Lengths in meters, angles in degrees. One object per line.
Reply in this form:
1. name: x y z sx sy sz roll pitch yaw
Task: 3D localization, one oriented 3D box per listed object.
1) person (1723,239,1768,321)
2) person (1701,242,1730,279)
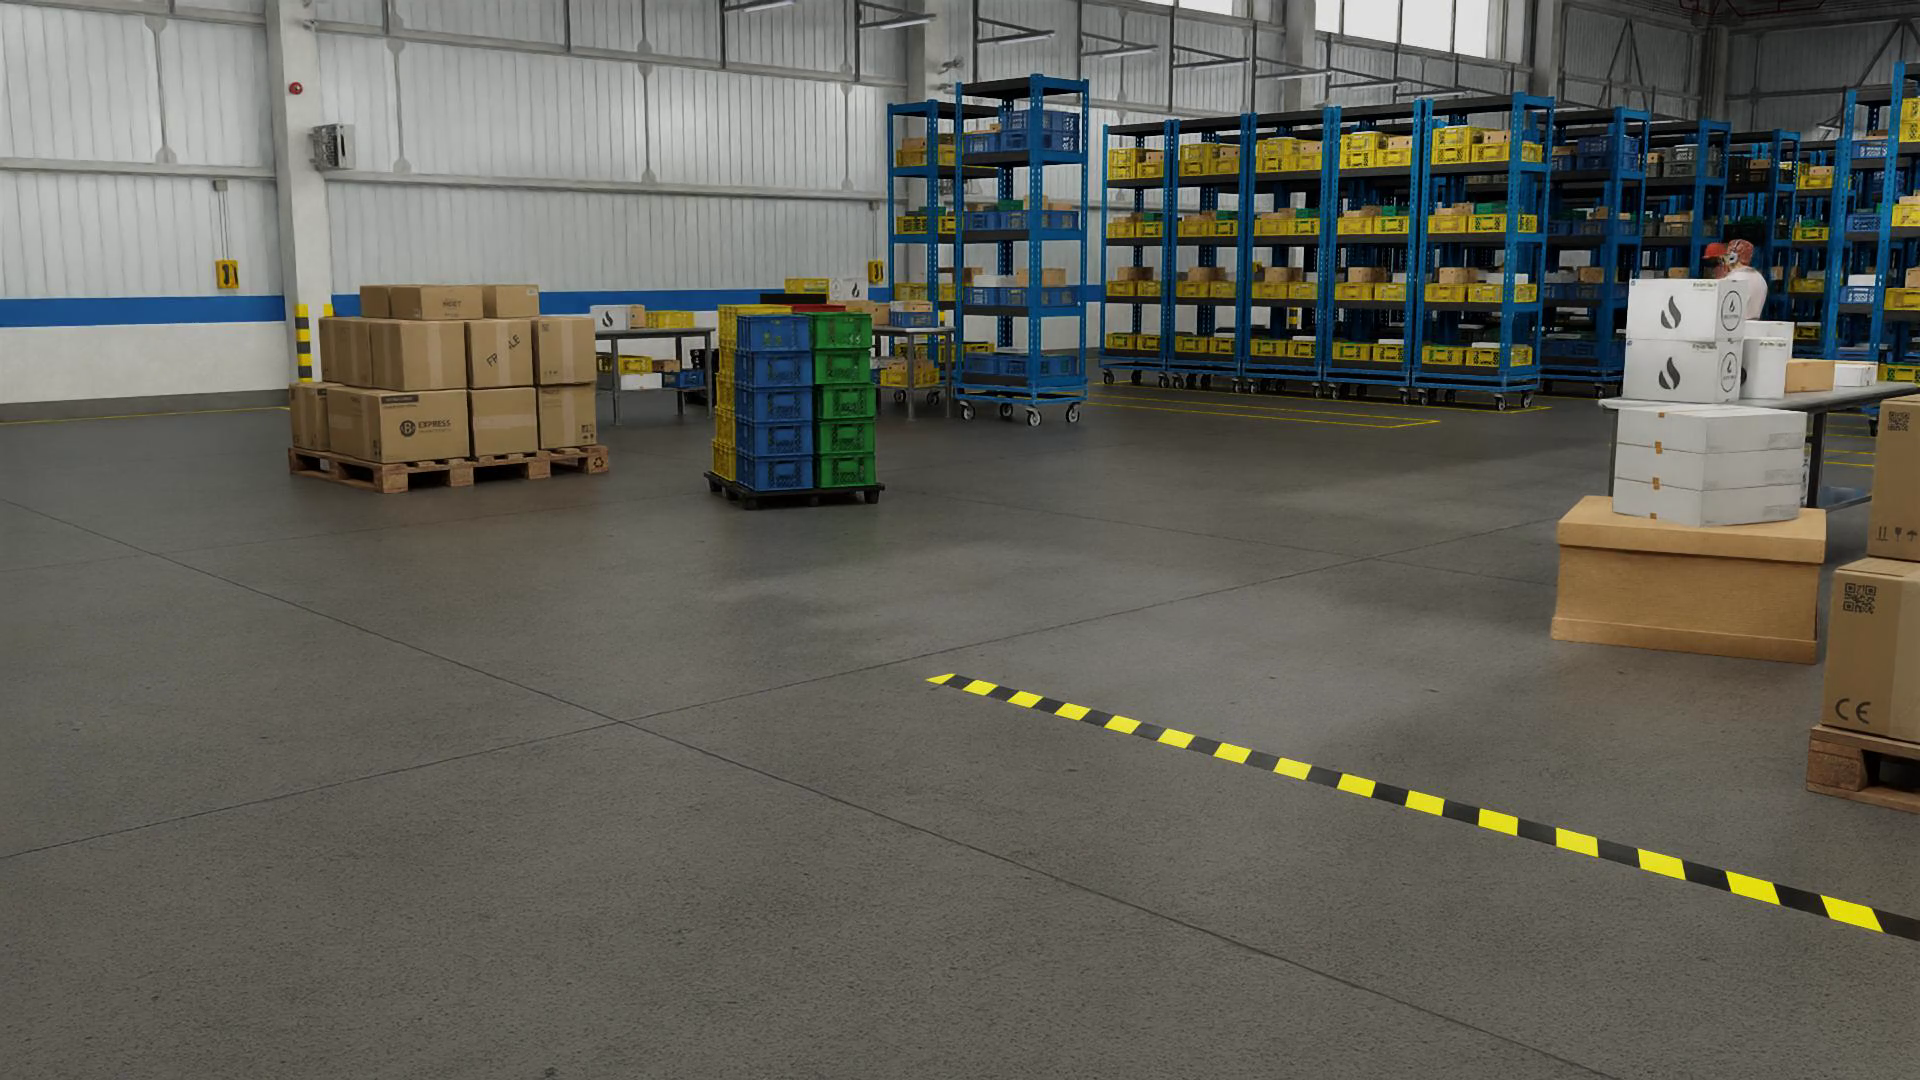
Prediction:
1. person: 6.910 -1.724 14.900 0.643 1.909 0.410 -8 12 -39
2. person: 9.838 -2.912 21.845 0.534 1.970 0.623 0 9 -2
